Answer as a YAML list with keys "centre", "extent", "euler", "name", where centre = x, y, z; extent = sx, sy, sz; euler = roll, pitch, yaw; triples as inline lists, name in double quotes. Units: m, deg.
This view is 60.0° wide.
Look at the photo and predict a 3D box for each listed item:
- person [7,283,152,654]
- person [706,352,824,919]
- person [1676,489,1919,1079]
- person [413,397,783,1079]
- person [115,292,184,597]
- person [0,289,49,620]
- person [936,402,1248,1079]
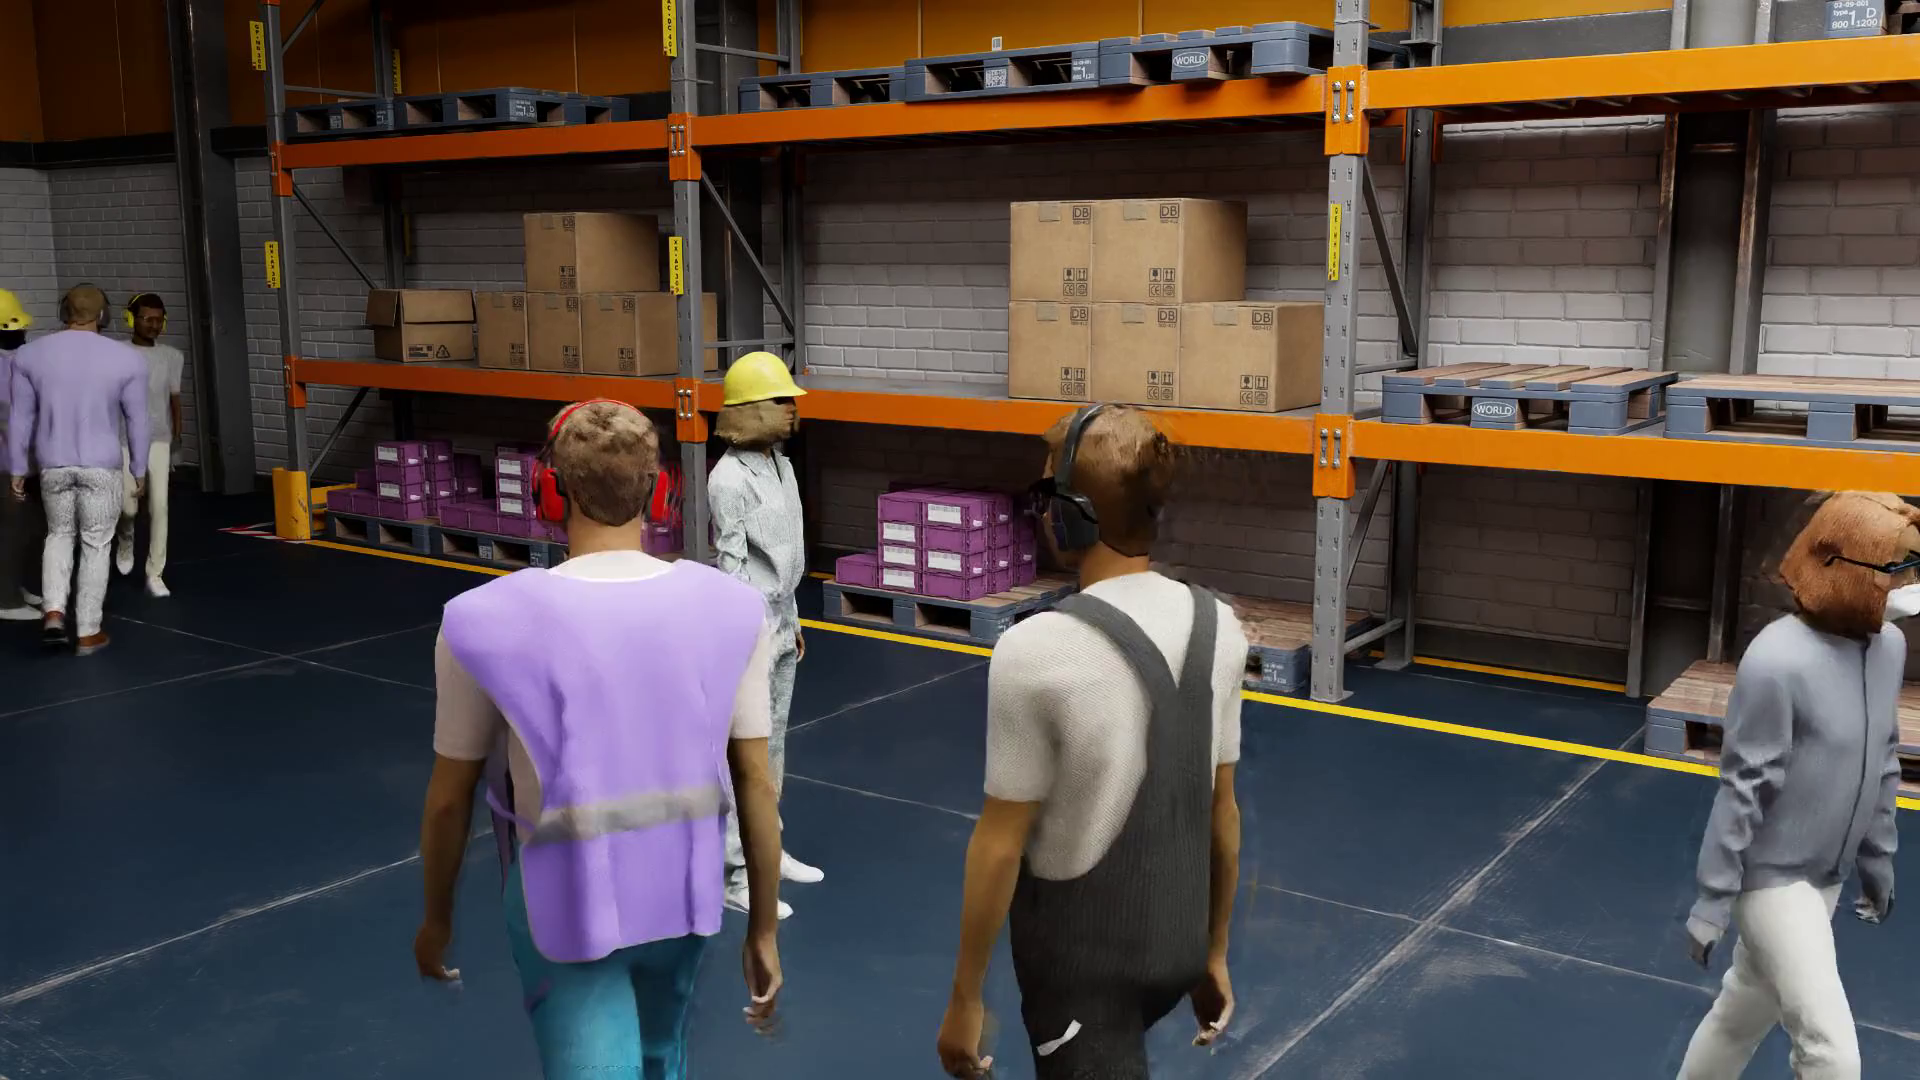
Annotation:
- centre: [-4.517, -0.363, 8.588]
  extent: [0.660, 1.909, 0.432]
  euler: [-2, 10, -13]
  name: "person"
- centre: [-0.610, 0.288, 5.206]
  extent: [0.288, 1.746, 0.487]
  euler: [2, 10, 14]
  name: "person"
- centre: [1.703, 0.697, 3.243]
  extent: [0.555, 1.585, 0.828]
  euler: [-7, 12, -35]
  name: "person"
- centre: [-0.594, 0.658, 2.880]
  extent: [0.574, 1.795, 0.966]
  euler: [-6, 11, -33]
  name: "person"
- centre: [-5.025, -0.594, 10.190]
  extent: [0.552, 1.836, 0.728]
  euler: [-7, 12, -37]
  name: "person"
- centre: [-5.295, -0.460, 9.295]
  extent: [0.391, 1.880, 0.704]
  euler: [-4, 10, -24]
  name: "person"
- centre: [0.271, 0.684, 2.672]
  extent: [0.527, 1.812, 0.922]
  euler: [-8, 13, -41]
  name: "person"
